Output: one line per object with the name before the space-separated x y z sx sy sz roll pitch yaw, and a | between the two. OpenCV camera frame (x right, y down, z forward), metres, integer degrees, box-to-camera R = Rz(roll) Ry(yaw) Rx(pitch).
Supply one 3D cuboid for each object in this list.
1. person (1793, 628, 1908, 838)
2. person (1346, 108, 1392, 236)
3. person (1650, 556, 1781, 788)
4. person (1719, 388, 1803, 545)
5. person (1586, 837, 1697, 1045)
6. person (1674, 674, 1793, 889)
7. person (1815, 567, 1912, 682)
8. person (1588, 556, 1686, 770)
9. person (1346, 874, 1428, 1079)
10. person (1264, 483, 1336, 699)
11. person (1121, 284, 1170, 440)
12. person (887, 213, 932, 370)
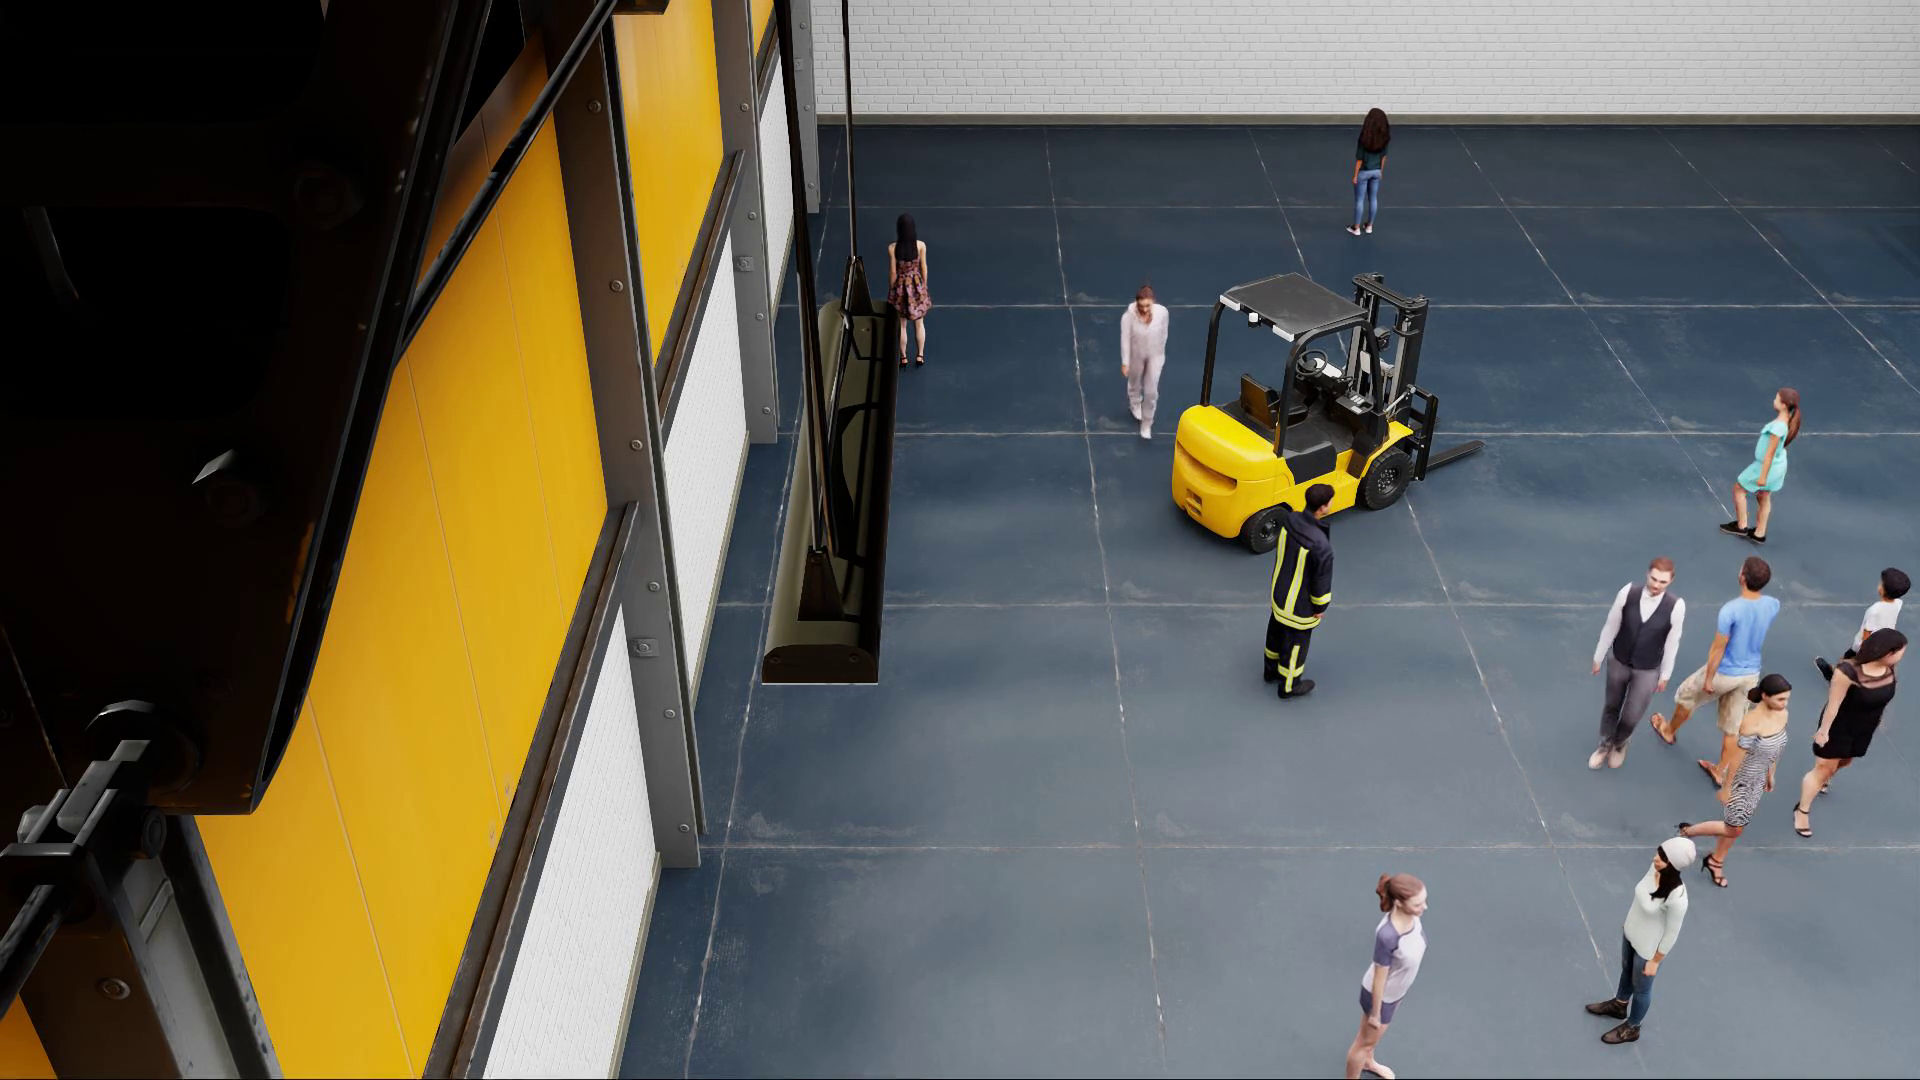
person | 6.348 1.301 11.919 0.835 1.684 0.876 -4 34 -6
person | 5.140 -4.635 20.909 0.659 1.617 0.670 -8 35 -12
person | 5.719 1.022 12.203 0.720 1.833 1.061 -4 34 -6
person | 7.334 -0.630 14.948 0.706 1.546 0.765 -26 42 -34
person | 4.225 2.445 10.233 0.633 1.644 0.445 -2 34 -2
person | 5.270 1.607 11.342 0.783 1.812 0.856 -21 39 -28
person | 7.235 0.823 13.058 0.651 1.218 0.930 -8 34 -12
person | 5.040 0.875 12.337 0.809 1.930 0.846 24 41 32
person | 2.522 2.635 9.836 0.739 1.767 0.655 22 39 29
person | 2.657 0.379 13.088 0.925 1.925 0.773 -13 36 -19
person | 1.863 -1.883 16.765 0.626 1.621 0.975 -4 34 -6
person | -0.555 -2.643 17.769 0.718 1.776 0.730 -6 34 -10
